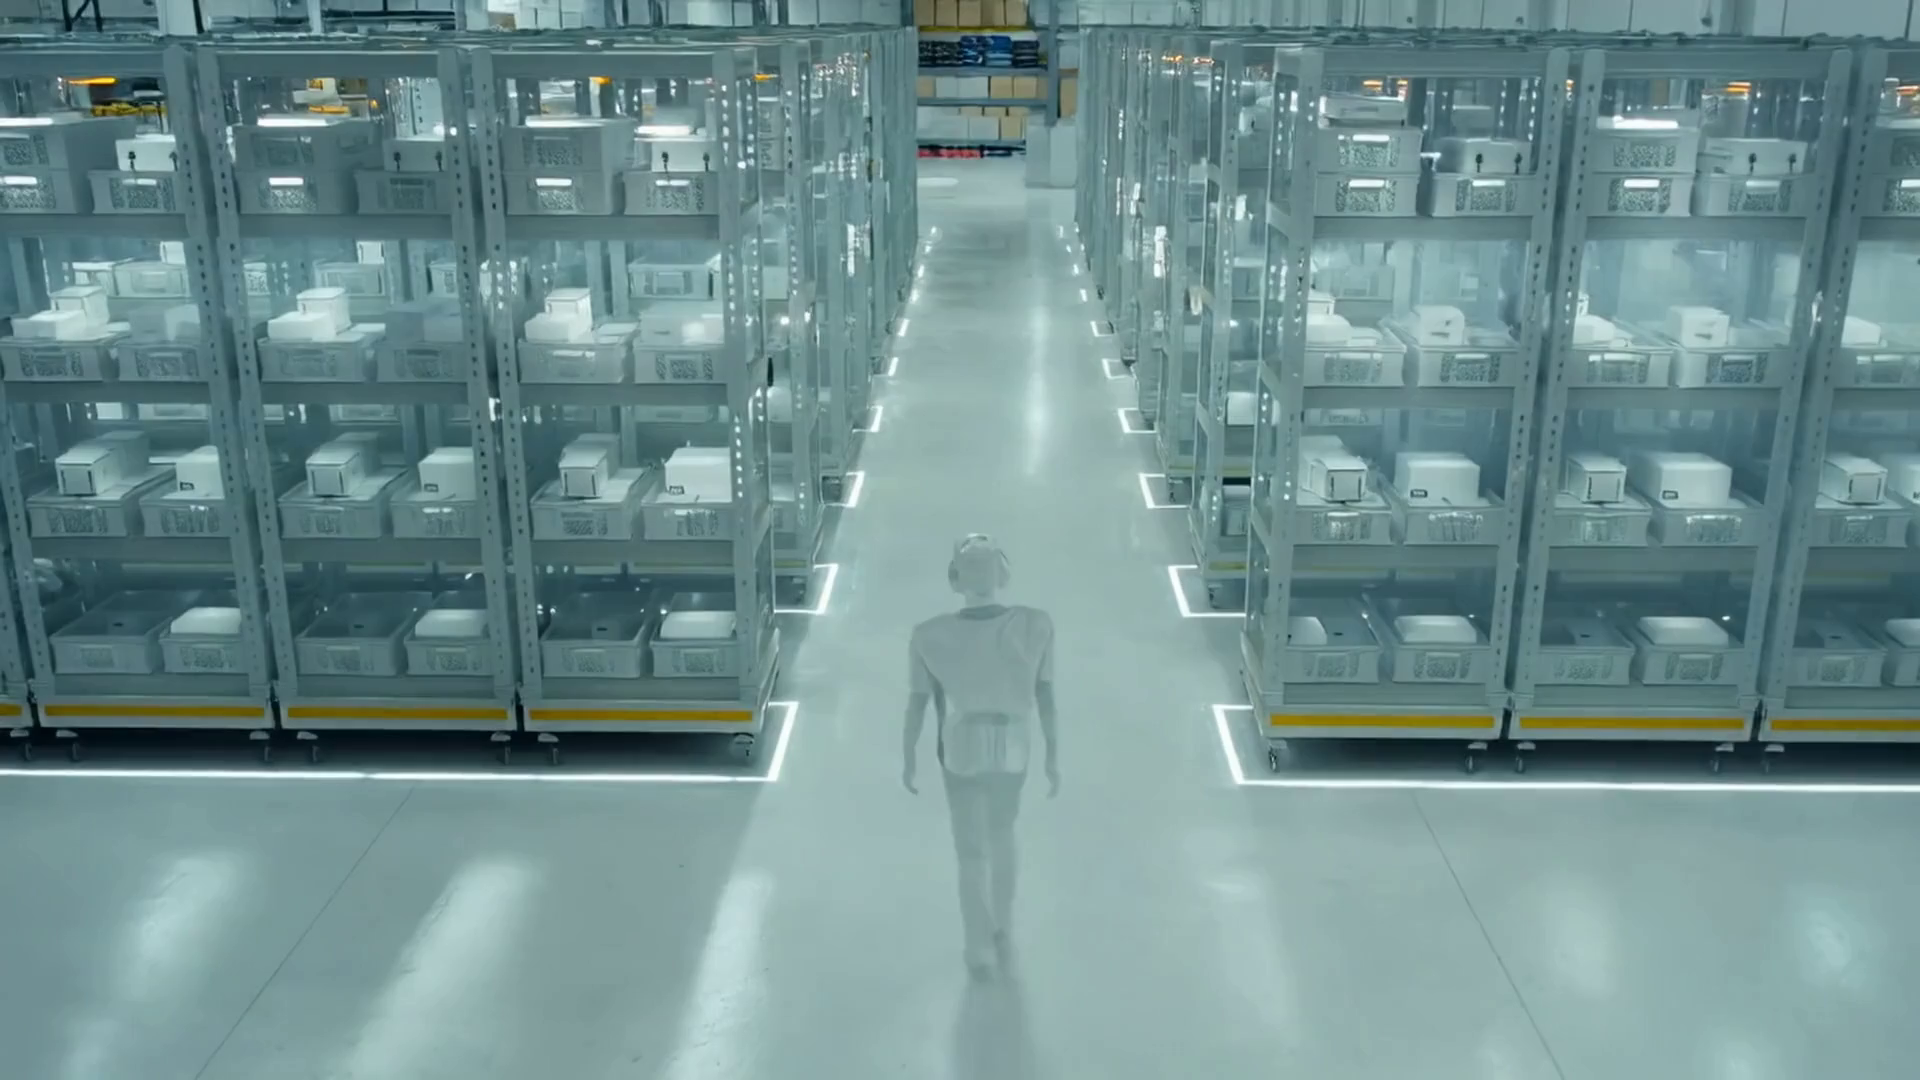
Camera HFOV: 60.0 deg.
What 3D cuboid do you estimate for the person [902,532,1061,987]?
[{"bbox_3d":[0.066,0.843,6.682,0.612,1.816,0.699,-4,18,-12],"label":"person"}]
